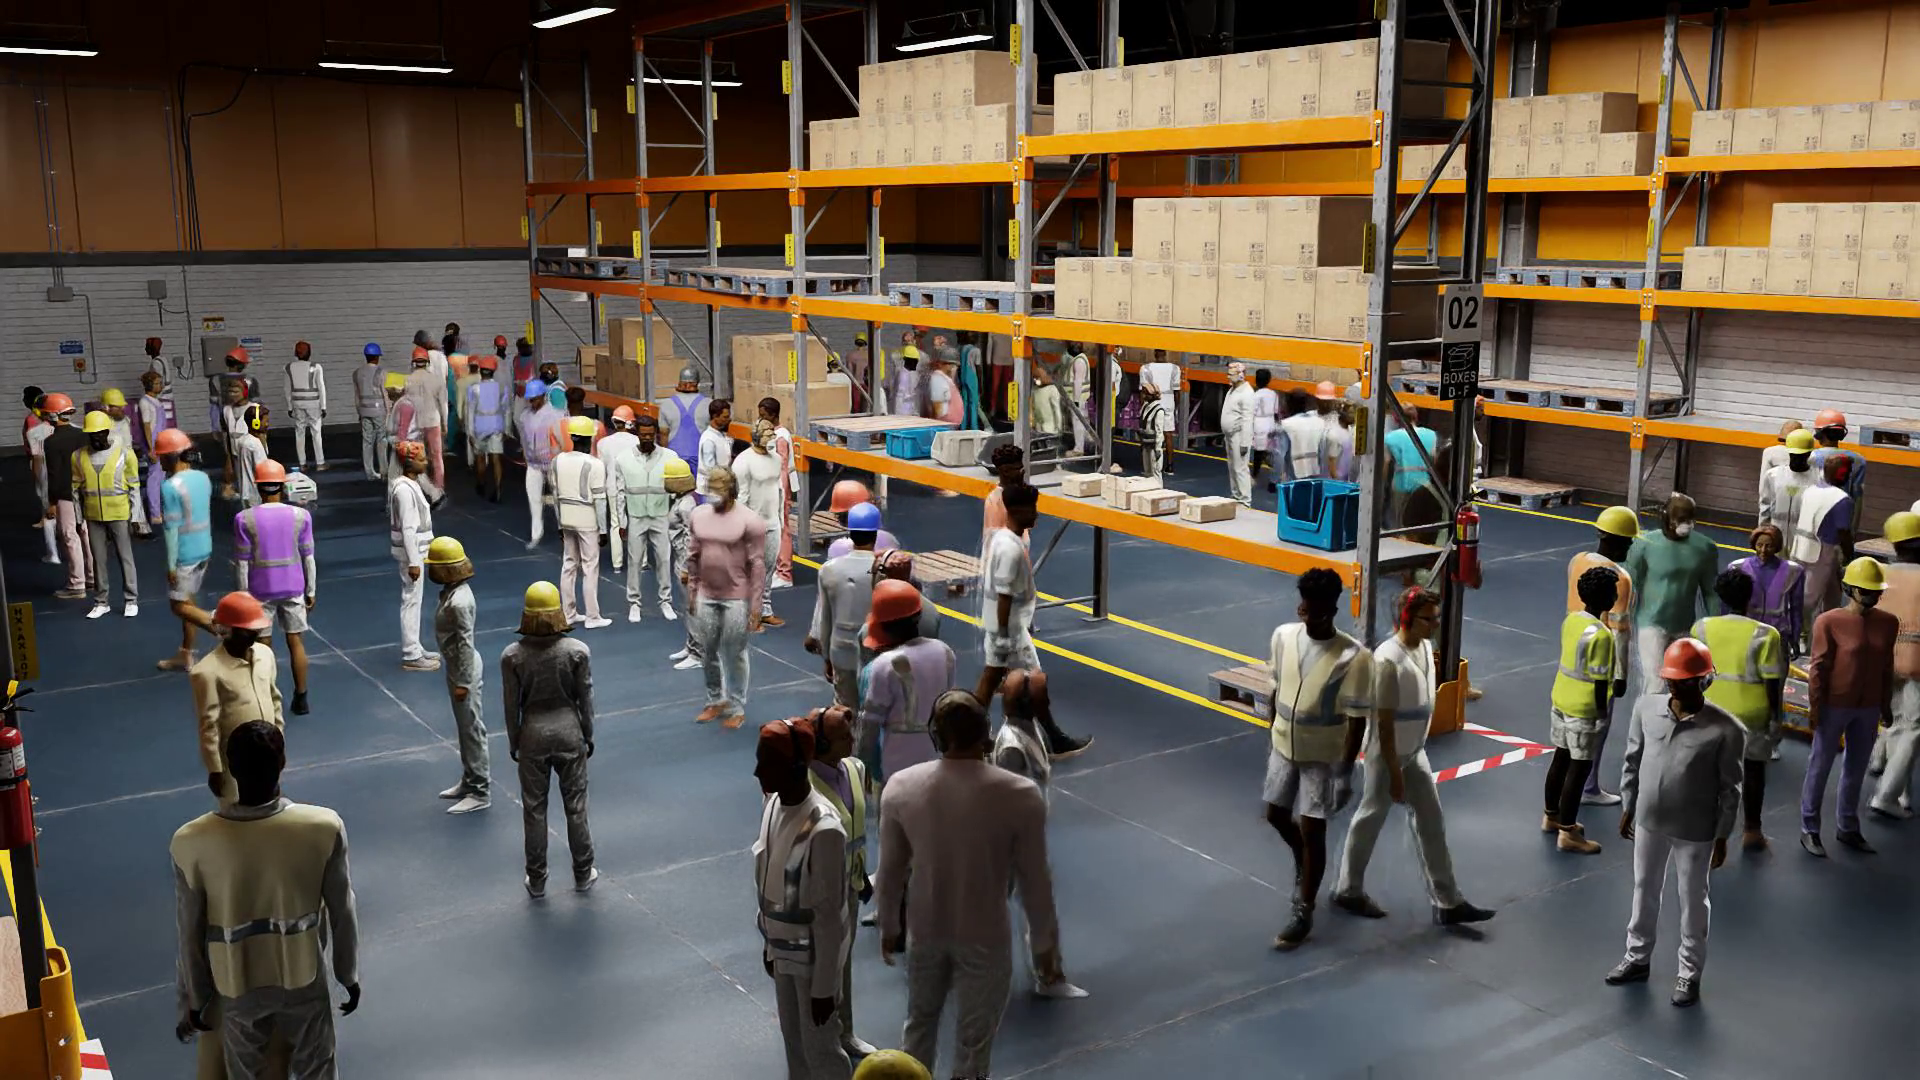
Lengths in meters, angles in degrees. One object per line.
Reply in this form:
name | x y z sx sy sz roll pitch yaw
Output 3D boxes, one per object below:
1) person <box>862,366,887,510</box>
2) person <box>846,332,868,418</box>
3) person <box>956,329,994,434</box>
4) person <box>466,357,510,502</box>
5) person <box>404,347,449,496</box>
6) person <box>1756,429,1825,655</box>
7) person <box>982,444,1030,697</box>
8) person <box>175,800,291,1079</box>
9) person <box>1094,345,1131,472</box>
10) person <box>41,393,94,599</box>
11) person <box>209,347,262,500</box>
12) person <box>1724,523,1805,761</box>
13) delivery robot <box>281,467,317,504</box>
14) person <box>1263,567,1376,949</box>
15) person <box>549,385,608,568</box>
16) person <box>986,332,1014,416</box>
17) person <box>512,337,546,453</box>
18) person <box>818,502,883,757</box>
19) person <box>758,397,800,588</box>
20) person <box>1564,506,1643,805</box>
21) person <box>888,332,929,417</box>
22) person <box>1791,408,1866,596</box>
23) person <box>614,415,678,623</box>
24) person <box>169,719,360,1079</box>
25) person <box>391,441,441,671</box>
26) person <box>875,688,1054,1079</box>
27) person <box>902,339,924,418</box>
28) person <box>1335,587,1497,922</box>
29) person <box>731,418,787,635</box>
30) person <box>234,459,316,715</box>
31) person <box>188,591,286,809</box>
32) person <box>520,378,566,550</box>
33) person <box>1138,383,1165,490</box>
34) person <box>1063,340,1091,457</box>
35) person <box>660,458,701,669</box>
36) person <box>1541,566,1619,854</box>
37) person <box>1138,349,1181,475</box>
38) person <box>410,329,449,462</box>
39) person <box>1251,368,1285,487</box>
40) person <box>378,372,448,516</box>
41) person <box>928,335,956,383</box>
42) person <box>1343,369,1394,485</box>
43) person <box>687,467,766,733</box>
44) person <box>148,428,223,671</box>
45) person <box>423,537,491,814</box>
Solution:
person | -1.085 -1.295 20.985 0.334 1.843 0.513 -3 12 -17
person | -1.644 -2.596 27.839 0.523 1.769 0.316 -1 11 -7
person | 0.114 -2.646 28.025 0.996 1.816 0.529 -1 11 -7
person | -6.135 -1.444 21.680 0.558 1.875 1.029 -5 12 -25
person | -7.035 -1.533 21.849 0.620 1.986 0.409 -3 12 -17
person | 7.065 0.010 14.118 0.586 1.920 0.397 11 15 44
person | 0.360 0.228 12.876 0.367 1.966 0.607 2 11 10
person | -2.600 1.726 6.084 0.536 1.616 0.523 0 11 0
person | 2.208 -2.004 24.106 0.535 2.000 0.681 -1 11 -3
person | -8.654 -0.427 16.155 0.379 1.996 0.611 1 11 7
person | -9.341 -1.485 21.516 0.650 2.020 0.487 -1 11 -4
person | 5.477 0.686 11.398 0.525 1.631 0.320 5 12 23
delivery robot | -8.318 -0.669 20.850 0.477 0.478 0.707 -7 13 -34
person | 1.825 1.083 8.563 0.664 1.958 0.668 10 15 43
person | -4.000 -0.668 17.548 0.618 1.933 0.848 1 11 3
person | 0.793 -3.275 30.768 0.633 1.983 0.406 -3 11 -14
person | -6.732 -2.233 25.858 0.631 1.817 0.553 4 12 21
person | -0.592 0.731 10.383 0.611 1.940 0.415 5 12 22
person | -1.828 -0.479 16.657 0.411 1.906 0.602 -4 12 -18
person | 4.026 0.725 10.469 0.399 1.913 0.595 -2 11 -11
person | -0.802 -2.268 25.800 0.637 1.911 0.403 1 11 7
person | 7.543 -0.134 14.566 0.609 2.034 0.403 1 11 7
person | -2.850 -0.199 15.222 0.586 1.910 0.396 -3 12 -17
person | -2.487 1.592 6.019 0.592 1.917 0.375 -4 12 -18
person | -4.475 0.124 13.617 0.337 1.882 0.585 -3 11 -16
person | 0.009 1.523 6.391 0.670 1.913 0.507 4 12 18
person | -0.734 -2.298 26.202 0.606 1.808 0.589 4 12 21
person | 2.380 1.138 8.626 0.926 1.804 0.609 8 14 37
person | -1.777 -0.125 14.796 0.359 1.931 0.634 7 13 31
person | -5.053 0.363 12.305 0.549 1.924 0.387 -7 13 -32
person | -3.797 1.126 8.854 0.350 1.742 0.575 4 12 18
person | -4.631 -0.890 18.757 0.606 1.912 0.912 3 12 17
person | 2.397 -1.145 20.767 0.313 1.634 0.514 -4 12 -19
person | 1.791 -2.189 25.602 0.429 1.836 0.632 1 11 6
person | -2.273 0.189 13.654 0.319 1.740 0.488 -2 11 -12
person | 3.649 0.980 9.745 0.322 1.690 0.535 0 11 0
person | 2.850 -1.900 23.806 0.602 1.957 0.385 -1 11 -6
person | -7.917 -2.150 24.857 0.671 2.000 0.694 5 12 24
person | 4.153 -1.496 22.478 0.788 1.662 0.522 10 15 43
person | -6.829 -1.199 20.637 0.803 1.803 0.590 -7 13 -31
person | -0.292 -2.157 25.276 0.400 1.899 0.635 -4 12 -20
person | 4.900 -1.257 20.283 0.684 2.000 0.538 -4 12 -19
person | -1.681 0.425 11.997 0.662 1.928 0.422 5 12 23
person | -6.181 0.101 13.381 0.759 2.021 0.624 1 11 4
person | -3.136 0.832 10.365 0.313 1.740 0.487 -4 12 -21
